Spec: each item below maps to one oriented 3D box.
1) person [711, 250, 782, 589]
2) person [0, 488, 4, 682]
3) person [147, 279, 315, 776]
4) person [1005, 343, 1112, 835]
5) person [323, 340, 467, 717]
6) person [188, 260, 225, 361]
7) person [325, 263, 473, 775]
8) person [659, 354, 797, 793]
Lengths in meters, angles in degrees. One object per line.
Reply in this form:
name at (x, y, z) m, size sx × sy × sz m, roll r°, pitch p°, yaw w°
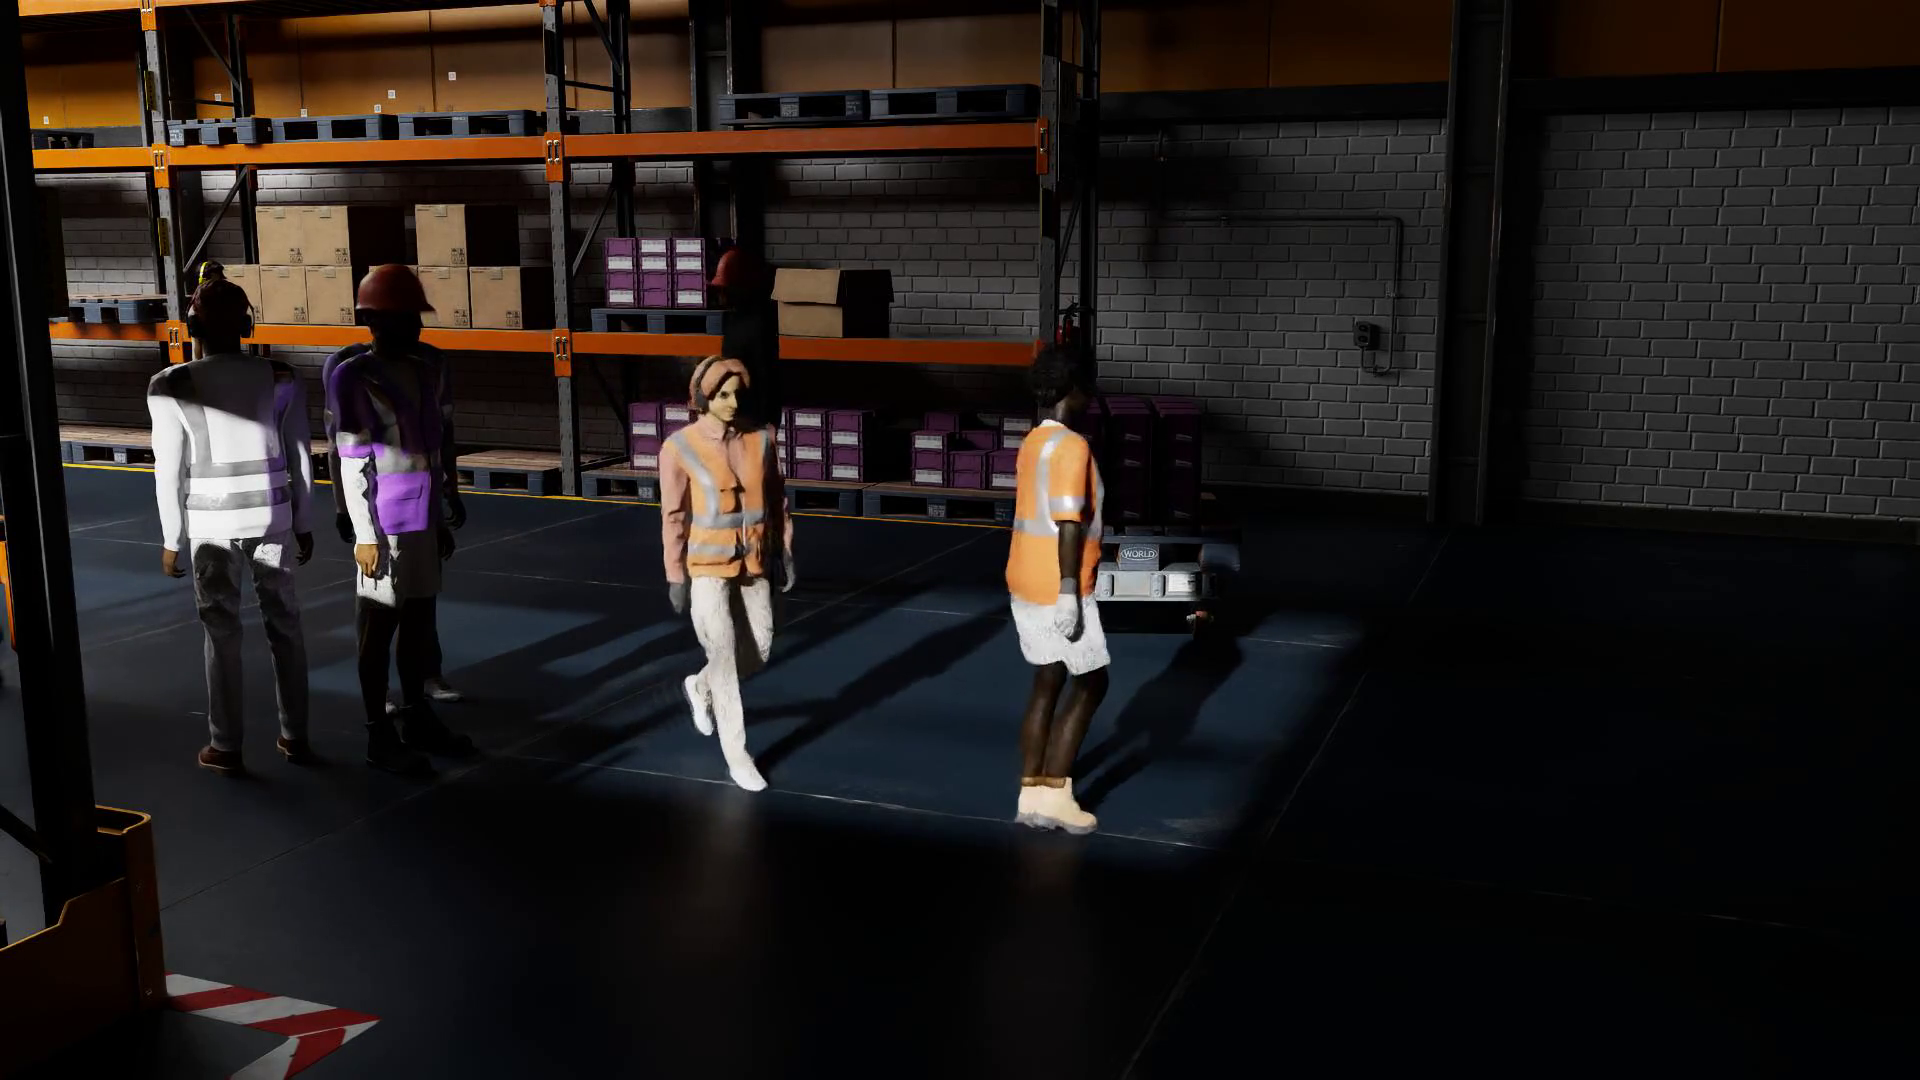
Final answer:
person at (-1.253, -0.692, 9.744) m, size 0.430 × 1.971 × 0.636 m, roll -5°, pitch 11°, yaw -26°
person at (-4.655, -0.342, 7.760) m, size 0.612 × 1.989 × 1.092 m, roll -4°, pitch 11°, yaw -20°
person at (-2.750, -0.043, 6.341) m, size 0.576 × 1.882 × 0.355 m, roll -8°, pitch 13°, yaw -39°
person at (0.334, 0.169, 5.752) m, size 0.335 × 1.664 × 0.581 m, roll -3°, pitch 11°, yaw -17°
person at (-2.402, -0.211, 7.157) m, size 0.381 × 1.923 × 0.595 m, roll 9°, pitch 14°, yaw 41°
person at (-5.981, -1.299, 13.371) m, size 0.328 × 1.874 × 0.517 m, roll 0°, pitch 10°, yaw -2°
person at (-2.145, -0.082, 6.400) m, size 0.351 × 1.941 × 0.545 m, roll 3°, pitch 11°, yaw 17°
person at (-0.921, 0.100, 6.273) m, size 0.551 × 1.619 × 0.636 m, roll -9°, pitch 14°, yaw -41°
